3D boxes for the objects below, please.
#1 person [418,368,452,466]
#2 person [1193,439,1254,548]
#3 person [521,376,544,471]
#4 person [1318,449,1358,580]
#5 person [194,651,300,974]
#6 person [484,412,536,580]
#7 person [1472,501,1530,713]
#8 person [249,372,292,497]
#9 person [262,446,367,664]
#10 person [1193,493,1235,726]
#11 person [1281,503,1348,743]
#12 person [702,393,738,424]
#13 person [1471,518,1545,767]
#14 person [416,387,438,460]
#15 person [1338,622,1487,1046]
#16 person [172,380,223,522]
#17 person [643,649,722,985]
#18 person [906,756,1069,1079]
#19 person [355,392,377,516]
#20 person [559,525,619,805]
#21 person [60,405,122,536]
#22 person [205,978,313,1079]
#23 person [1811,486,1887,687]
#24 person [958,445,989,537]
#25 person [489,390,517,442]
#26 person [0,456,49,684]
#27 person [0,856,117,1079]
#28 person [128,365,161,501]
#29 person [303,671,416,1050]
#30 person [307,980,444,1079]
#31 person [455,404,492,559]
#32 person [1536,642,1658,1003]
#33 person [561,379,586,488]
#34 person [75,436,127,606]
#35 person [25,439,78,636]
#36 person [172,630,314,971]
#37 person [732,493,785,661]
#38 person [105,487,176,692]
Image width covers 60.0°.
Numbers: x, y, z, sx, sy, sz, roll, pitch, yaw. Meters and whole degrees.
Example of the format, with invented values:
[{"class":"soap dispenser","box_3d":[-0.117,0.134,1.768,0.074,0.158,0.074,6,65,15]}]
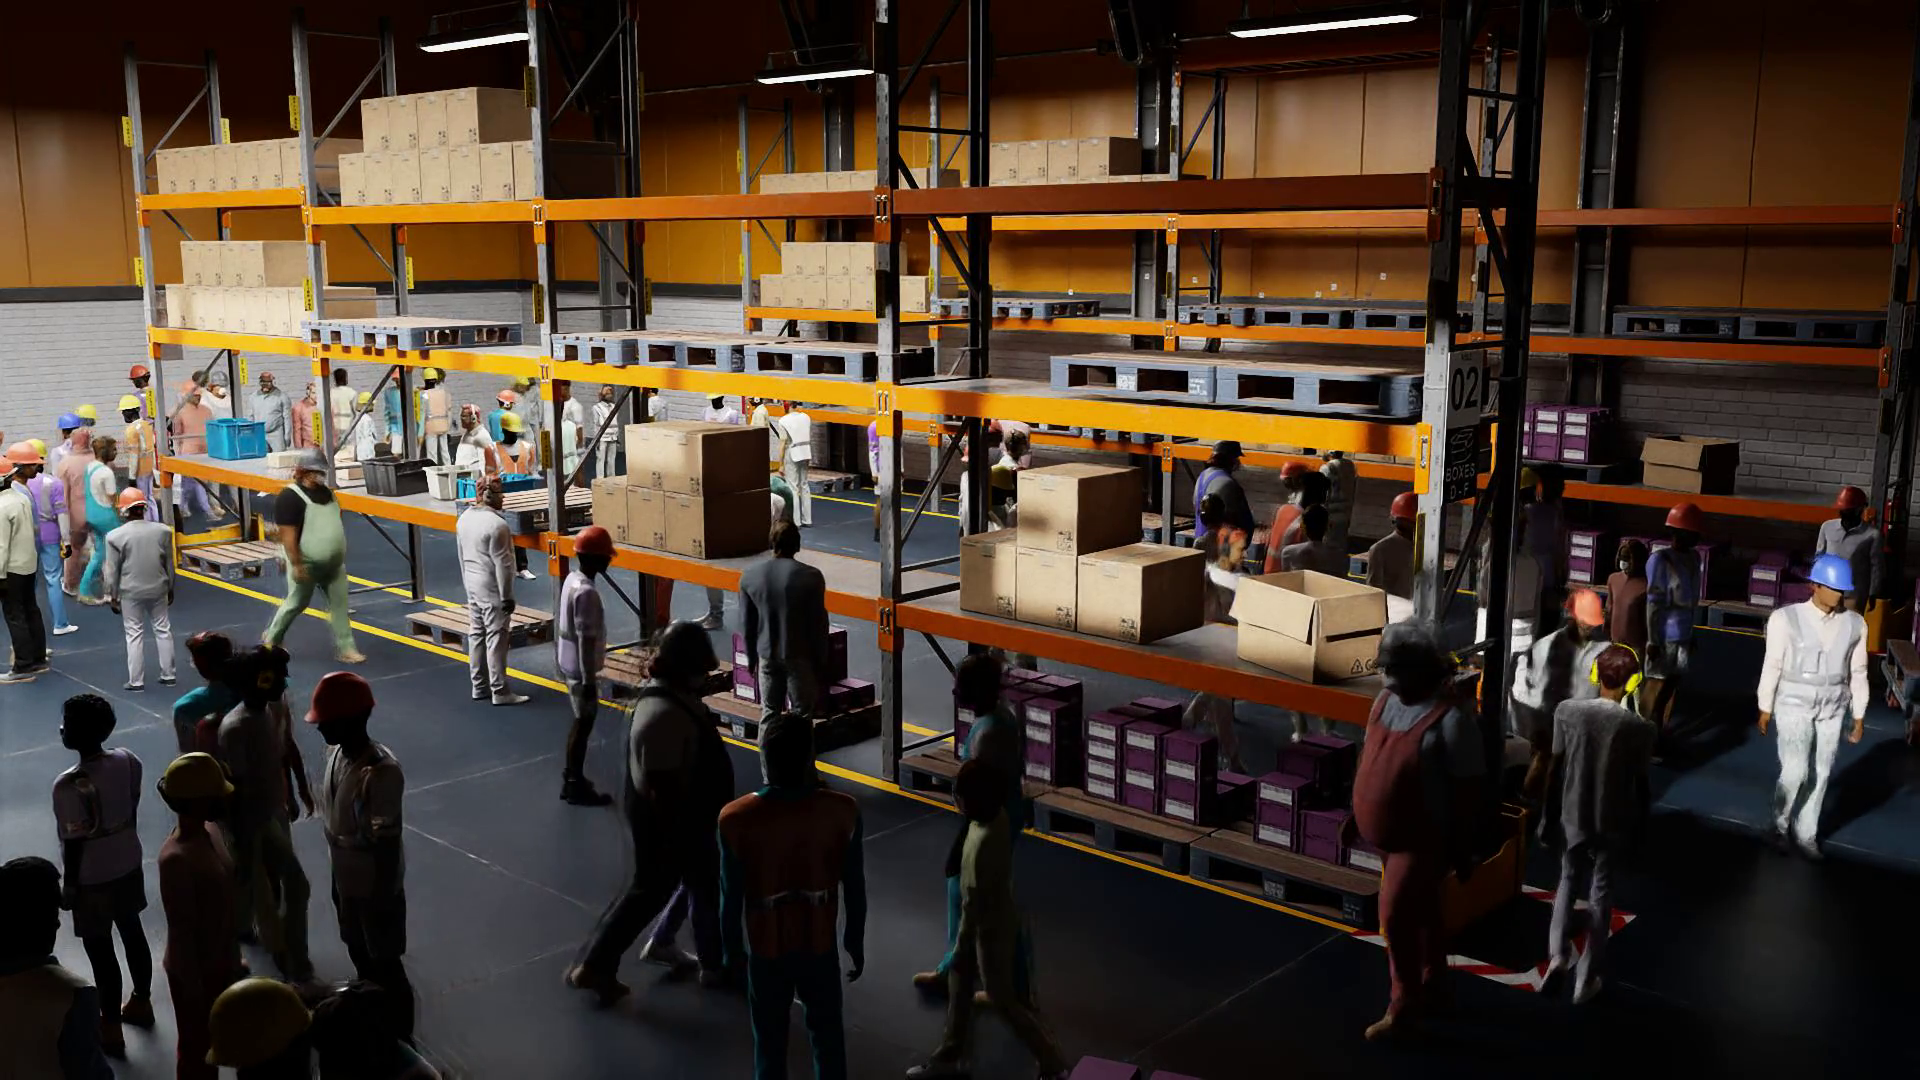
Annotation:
[{"class":"person","box_3d":[-8.044,-1.666,25.429,0.381,1.928,0.587,8,13,39]},{"class":"person","box_3d":[2.478,0.020,15.578,0.536,2.000,0.681,-3,10,-14]},{"class":"person","box_3d":[-7.250,-2.021,27.994,0.490,1.734,0.326,2,10,13]},{"class":"person","box_3d":[3.959,-0.253,17.695,0.599,1.836,0.404,-9,14,-42]},{"class":"person","box_3d":[-3.719,1.404,8.723,0.317,1.696,0.540,7,12,36]},{"class":"person","box_3d":[-5.049,-0.482,18.751,0.585,1.922,0.372,-9,13,-40]},{"class":"person","box_3d":[4.430,0.519,13.620,0.533,1.744,0.736,-6,12,-31]},{"class":"person","box_3d":[-10.396,-1.587,25.078,0.646,1.900,0.400,1,10,6]},{"class":"person","box_3d":[-5.912,0.110,15.068,0.938,2.000,0.689,5,11,26]},{"class":"person","box_3d":[2.006,0.546,13.161,0.514,1.842,0.324,-9,13,-41]},{"class":"person","box_3d":[2.660,0.642,12.591,0.536,1.858,0.412,2,10,11]},{"class":"person","box_3d":[-3.305,-1.199,22.795,0.587,1.926,0.366,5,11,24]},{"class":"person","box_3d":[3.919,0.750,11.935,0.577,1.873,0.359,-6,12,-30]},{"class":"person","box_3d":[-8.259,-1.534,25.505,0.313,1.635,0.541,7,12,35]},{"class":"person","box_3d":[2.117,1.362,7.993,0.774,2.000,0.699,-3,11,-17]},{"class":"person","box_3d":[-10.619,-1.239,22.969,1.000,1.956,0.604,4,11,22]},{"class":"person","box_3d":[-1.329,1.385,8.459,0.581,1.839,0.534,-1,10,-4]},{"class":"person","box_3d":[0.150,1.702,7.335,0.740,1.591,0.536,0,10,1]},{"class":"person","box_3d":[-8.319,-1.207,23.385,0.339,1.738,0.498,-7,12,-34]},{"class":"person","box_3d":[-2.509,0.842,11.271,0.426,1.923,0.566,-3,11,-17]},{"class":"person","box_3d":[-11.465,-0.918,21.808,0.635,1.711,0.841,6,12,32]},{"class":"person","box_3d":[-1.716,2.066,4.399,0.631,1.904,0.412,-9,13,-41]},{"class":"person","box_3d":[7.571,0.403,14.243,0.339,1.745,0.561,-8,13,-38]},{"class":"person","box_3d":[0.168,-0.154,17.385,0.345,1.746,0.573,-9,13,-40]},{"class":"person","box_3d":[-6.479,-1.277,23.758,0.577,1.738,0.354,9,13,41]},{"class":"person","box_3d":[-8.240,0.250,14.442,0.405,1.986,0.618,-1,10,-7]},{"class":"person","box_3d":[-2.867,1.919,5.188,0.591,1.920,0.393,3,10,15]},{"class":"person","box_3d":[-12.073,-1.586,24.724,0.438,2.026,0.604,2,10,9]},{"class":"person","box_3d":[-2.673,1.520,7.412,0.543,1.931,0.387,10,14,43]},{"class":"person","box_3d":[-1.639,2.081,4.639,0.871,1.790,0.633,-8,13,-38]},{"class":"person","box_3d":[-5.799,-0.667,19.841,0.407,1.910,0.638,-7,12,-34]},{"class":"person","box_3d":[3.125,1.418,8.221,0.538,1.844,0.464,7,12,33]},{"class":"person","box_3d":[-5.581,-1.383,23.777,0.433,1.955,0.715,-7,12,-34]},{"class":"person","box_3d":[-8.925,-0.195,17.462,0.553,1.829,0.660,9,14,42]},{"class":"person","box_3d":[-8.920,-0.019,16.121,0.595,1.925,0.375,-1,10,-5]},{"class":"person","box_3d":[-3.746,1.357,8.775,0.919,1.786,0.613,8,13,37]},{"class":"person","box_3d":[-1.833,0.218,15.037,0.565,1.841,0.382,-5,11,-28]},{"class":"person","box_3d":[-6.977,0.417,14.173,0.350,1.744,0.566,9,13,42]}]
